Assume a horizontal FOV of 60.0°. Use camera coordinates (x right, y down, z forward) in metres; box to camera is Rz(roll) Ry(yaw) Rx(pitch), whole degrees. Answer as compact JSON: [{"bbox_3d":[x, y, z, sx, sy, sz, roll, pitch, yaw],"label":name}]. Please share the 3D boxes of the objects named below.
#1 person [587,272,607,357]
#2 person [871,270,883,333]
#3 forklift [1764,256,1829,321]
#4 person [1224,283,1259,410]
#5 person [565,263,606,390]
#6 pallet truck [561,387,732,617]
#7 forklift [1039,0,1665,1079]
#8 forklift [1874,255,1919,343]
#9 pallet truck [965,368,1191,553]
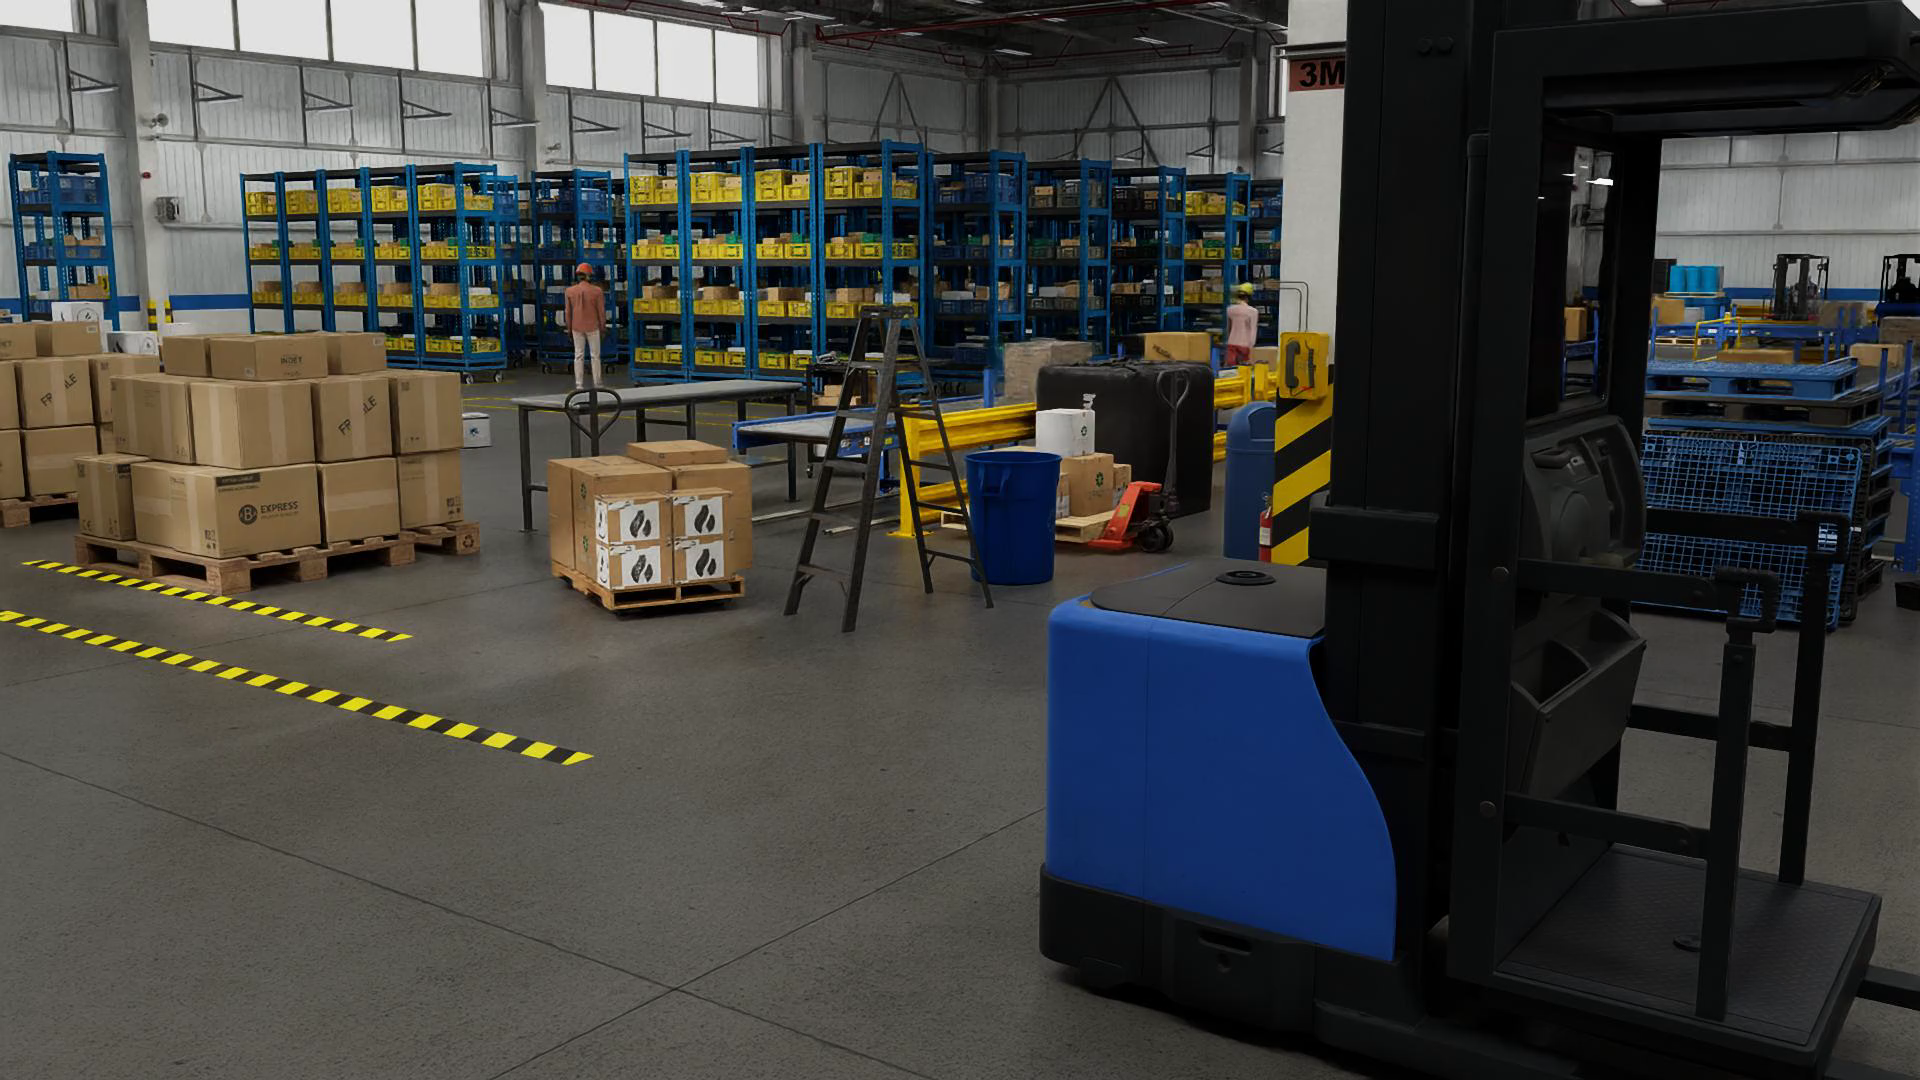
[{"bbox_3d":[-7.748,-4.701,34.758,0.696,1.806,0.393,2,10,14],"label":"person"},{"bbox_3d":[-1.706,-4.521,33.583,0.403,1.833,0.586,1,10,6],"label":"person"},{"bbox_3d":[20.253,-5.854,40.139,1.157,1.987,2.680,7,12,35],"label":"forklift"},{"bbox_3d":[3.883,-2.654,22.808,0.531,1.720,0.913,7,12,35],"label":"person"},{"bbox_3d":[-5.656,-3.188,25.177,0.612,1.990,0.392,1,10,4],"label":"person"},{"bbox_3d":[-1.981,-0.274,10.088,0.680,1.201,1.601,-5,11,-28],"label":"pallet truck"},{"bbox_3d":[1.249,-0.137,4.360,1.873,2.768,1.129,7,12,35],"label":"forklift"},{"bbox_3d":[22.089,-5.634,38.796,1.157,1.987,2.680,6,11,33],"label":"forklift"},{"bbox_3d":[0.845,-0.609,11.869,1.630,1.274,0.653,7,12,35],"label":"pallet truck"}]
